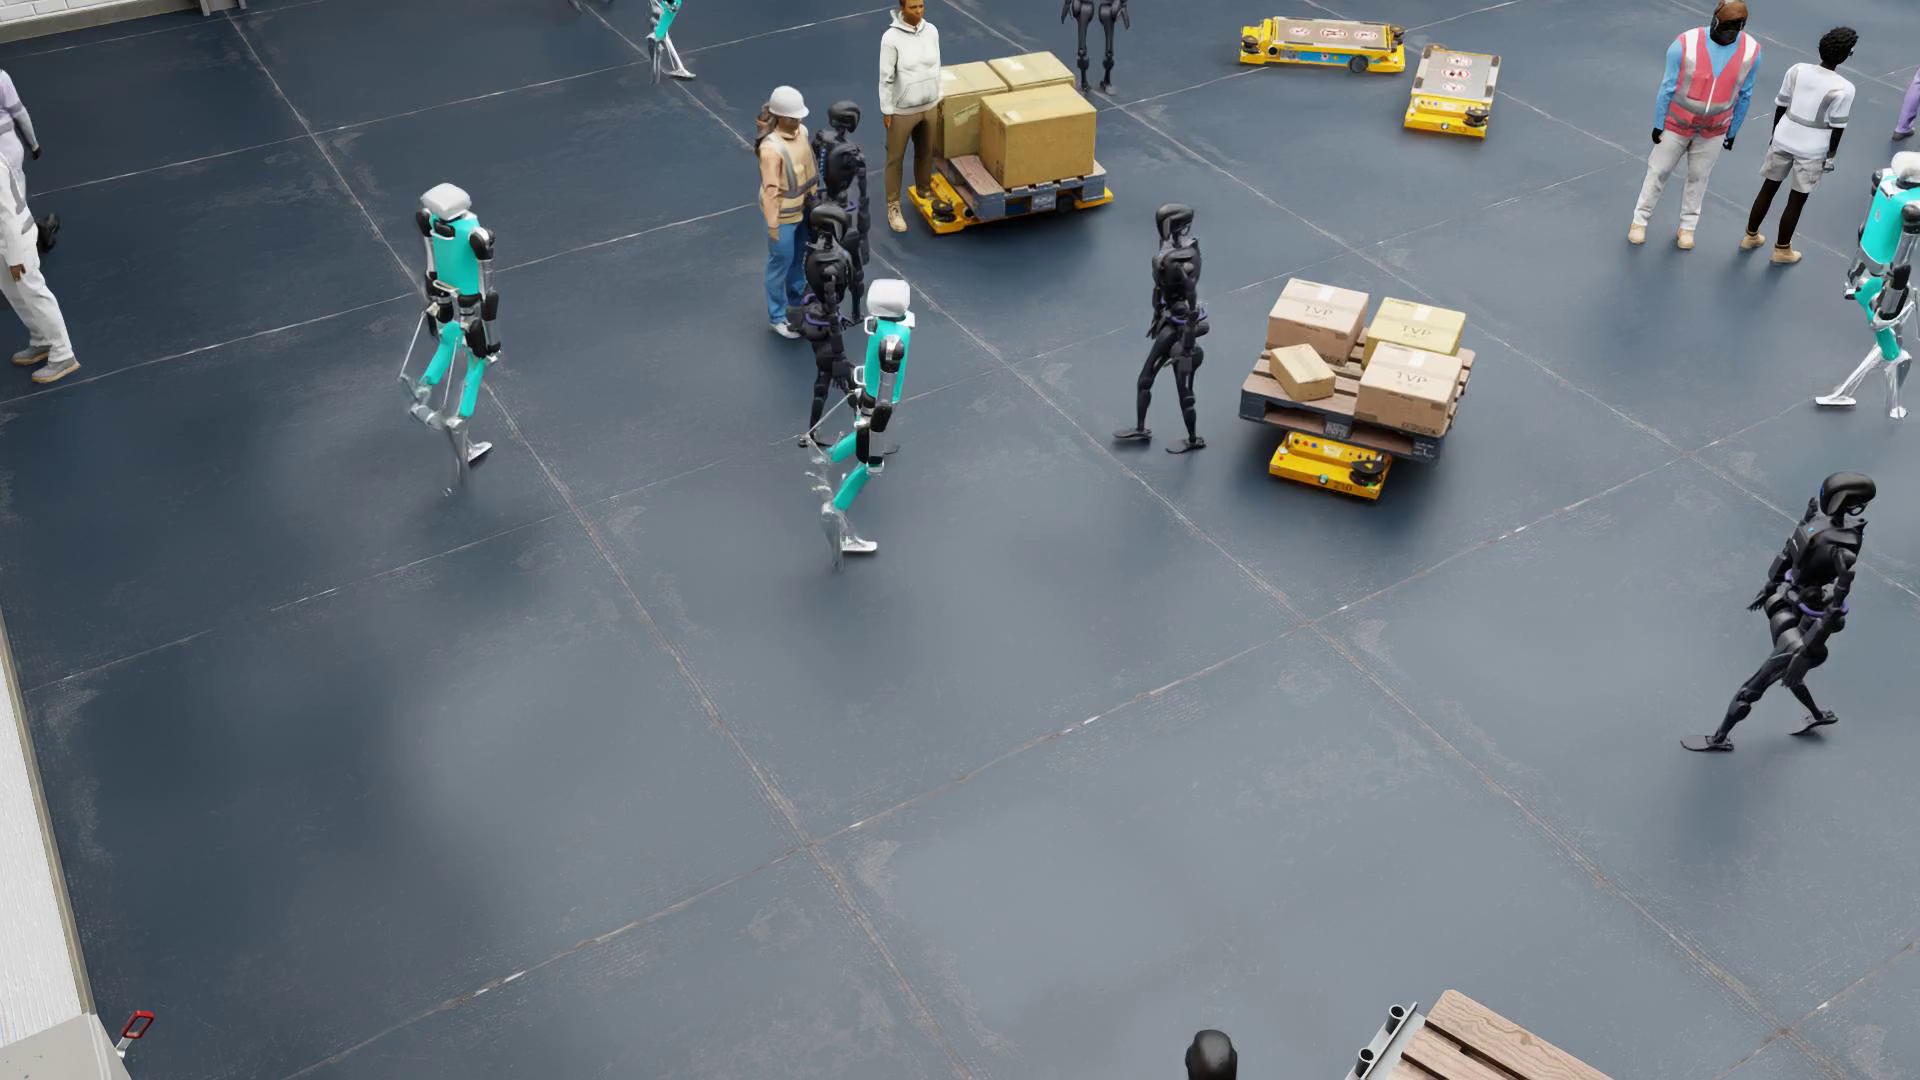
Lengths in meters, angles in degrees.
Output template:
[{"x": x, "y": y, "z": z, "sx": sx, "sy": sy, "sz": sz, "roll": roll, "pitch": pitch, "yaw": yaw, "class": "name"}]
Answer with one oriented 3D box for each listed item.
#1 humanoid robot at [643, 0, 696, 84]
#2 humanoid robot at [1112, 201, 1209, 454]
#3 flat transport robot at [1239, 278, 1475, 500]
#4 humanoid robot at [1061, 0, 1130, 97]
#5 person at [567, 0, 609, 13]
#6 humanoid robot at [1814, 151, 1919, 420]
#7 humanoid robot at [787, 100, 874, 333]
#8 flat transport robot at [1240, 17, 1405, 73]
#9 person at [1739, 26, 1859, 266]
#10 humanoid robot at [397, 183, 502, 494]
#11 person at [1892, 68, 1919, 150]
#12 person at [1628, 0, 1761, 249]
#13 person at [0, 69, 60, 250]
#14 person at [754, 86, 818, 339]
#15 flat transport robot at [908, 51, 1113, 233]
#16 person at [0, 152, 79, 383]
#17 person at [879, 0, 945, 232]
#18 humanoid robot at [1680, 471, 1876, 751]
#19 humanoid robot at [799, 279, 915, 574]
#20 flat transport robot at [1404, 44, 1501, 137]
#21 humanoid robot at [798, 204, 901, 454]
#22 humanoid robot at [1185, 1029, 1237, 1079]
[{"x": -2.523, "y": -4.654, "z": 14.077, "sx": 0.705, "sy": 1.913, "sz": 0.549, "roll": 13, "pitch": 40, "yaw": 16, "class": "humanoid robot"}, {"x": 1.222, "y": -1.205, "z": 9.687, "sx": 0.555, "sy": 1.642, "sz": 0.609, "roll": -9, "pitch": 39, "yaw": -11, "class": "humanoid robot"}, {"x": 2.424, "y": -0.777, "z": 10.273, "sx": 0.659, "sy": 0.231, "sz": 1.431, "roll": 16, "pitch": 41, "yaw": 19, "class": "flat transport robot"}, {"x": 1.135, "y": -4.496, "z": 13.828, "sx": 0.584, "sy": 1.642, "sz": 0.380, "roll": 6, "pitch": 39, "yaw": 7, "class": "humanoid robot"}, {"x": -3.582, "y": -5.829, "z": 15.422, "sx": 0.612, "sy": 1.795, "sz": 0.732, "roll": 19, "pitch": 42, "yaw": 23, "class": "person"}, {"x": 5.694, "y": -1.442, "z": 10.009, "sx": 0.798, "sy": 1.882, "sz": 0.552, "roll": 0, "pitch": 38, "yaw": -1, "class": "humanoid robot"}, {"x": -0.855, "y": -2.077, "z": 10.823, "sx": 0.676, "sy": 1.648, "sz": 0.616, "roll": -23, "pitch": 44, "yaw": -26, "class": "humanoid robot"}, {"x": 3.247, "y": -4.433, "z": 14.886, "sx": 1.431, "sy": 0.231, "sz": 0.659, "roll": 6, "pitch": 39, "yaw": 8, "class": "flat transport robot"}, {"x": 5.878, "y": -2.748, "z": 11.608, "sx": 0.317, "sy": 1.695, "sz": 0.539, "roll": -21, "pitch": 43, "yaw": -24, "class": "person"}, {"x": -2.955, "y": -1.061, "z": 9.545, "sx": 0.548, "sy": 1.906, "sz": 0.718, "roll": 22, "pitch": 44, "yaw": 26, "class": "humanoid robot"}, {"x": 7.800, "y": -3.962, "z": 13.022, "sx": 0.373, "sy": 1.843, "sz": 0.569, "roll": -21, "pitch": 43, "yaw": -24, "class": "person"}, {"x": 5.190, "y": -2.922, "z": 11.728, "sx": 0.619, "sy": 1.837, "sz": 0.431, "roll": 8, "pitch": 39, "yaw": 10, "class": "person"}, {"x": -6.572, "y": -2.664, "z": 11.358, "sx": 0.540, "sy": 1.869, "sz": 1.036, "roll": 0, "pitch": 38, "yaw": 0, "class": "person"}, {"x": -1.109, "y": -2.149, "z": 10.838, "sx": 0.379, "sy": 1.720, "sz": 0.503, "roll": 18, "pitch": 42, "yaw": 21, "class": "person"}, {"x": 0.382, "y": -2.665, "z": 12.655, "sx": 1.431, "sy": 0.231, "sz": 0.659, "roll": -13, "pitch": 40, "yaw": -16, "class": "flat transport robot"}, {"x": -5.934, "y": -1.857, "z": 10.343, "sx": 0.371, "sy": 1.877, "sz": 0.588, "roll": -31, "pitch": 48, "yaw": -33, "class": "person"}, {"x": -0.360, "y": -3.123, "z": 12.026, "sx": 0.520, "sy": 1.768, "sz": 0.373, "roll": -21, "pitch": 43, "yaw": -25, "class": "person"}, {"x": 3.947, "y": 0.363, "z": 7.741, "sx": 0.772, "sy": 1.636, "sz": 0.602, "roll": 2, "pitch": 38, "yaw": 2, "class": "humanoid robot"}, {"x": -0.607, "y": -0.530, "z": 8.870, "sx": 0.757, "sy": 1.885, "sz": 0.546, "roll": -1, "pitch": 38, "yaw": -2, "class": "humanoid robot"}, {"x": 4.194, "y": -3.824, "z": 14.117, "sx": 0.659, "sy": 0.231, "sz": 1.431, "roll": 12, "pitch": 40, "yaw": 14, "class": "flat transport robot"}, {"x": -0.685, "y": -1.221, "z": 9.707, "sx": 0.619, "sy": 1.644, "sz": 0.609, "roll": -4, "pitch": 39, "yaw": -5, "class": "humanoid robot"}, {"x": 0.751, "y": 2.200, "z": 5.423, "sx": 0.611, "sy": 1.635, "sz": 0.764, "roll": -3, "pitch": 38, "yaw": -3, "class": "humanoid robot"}]
